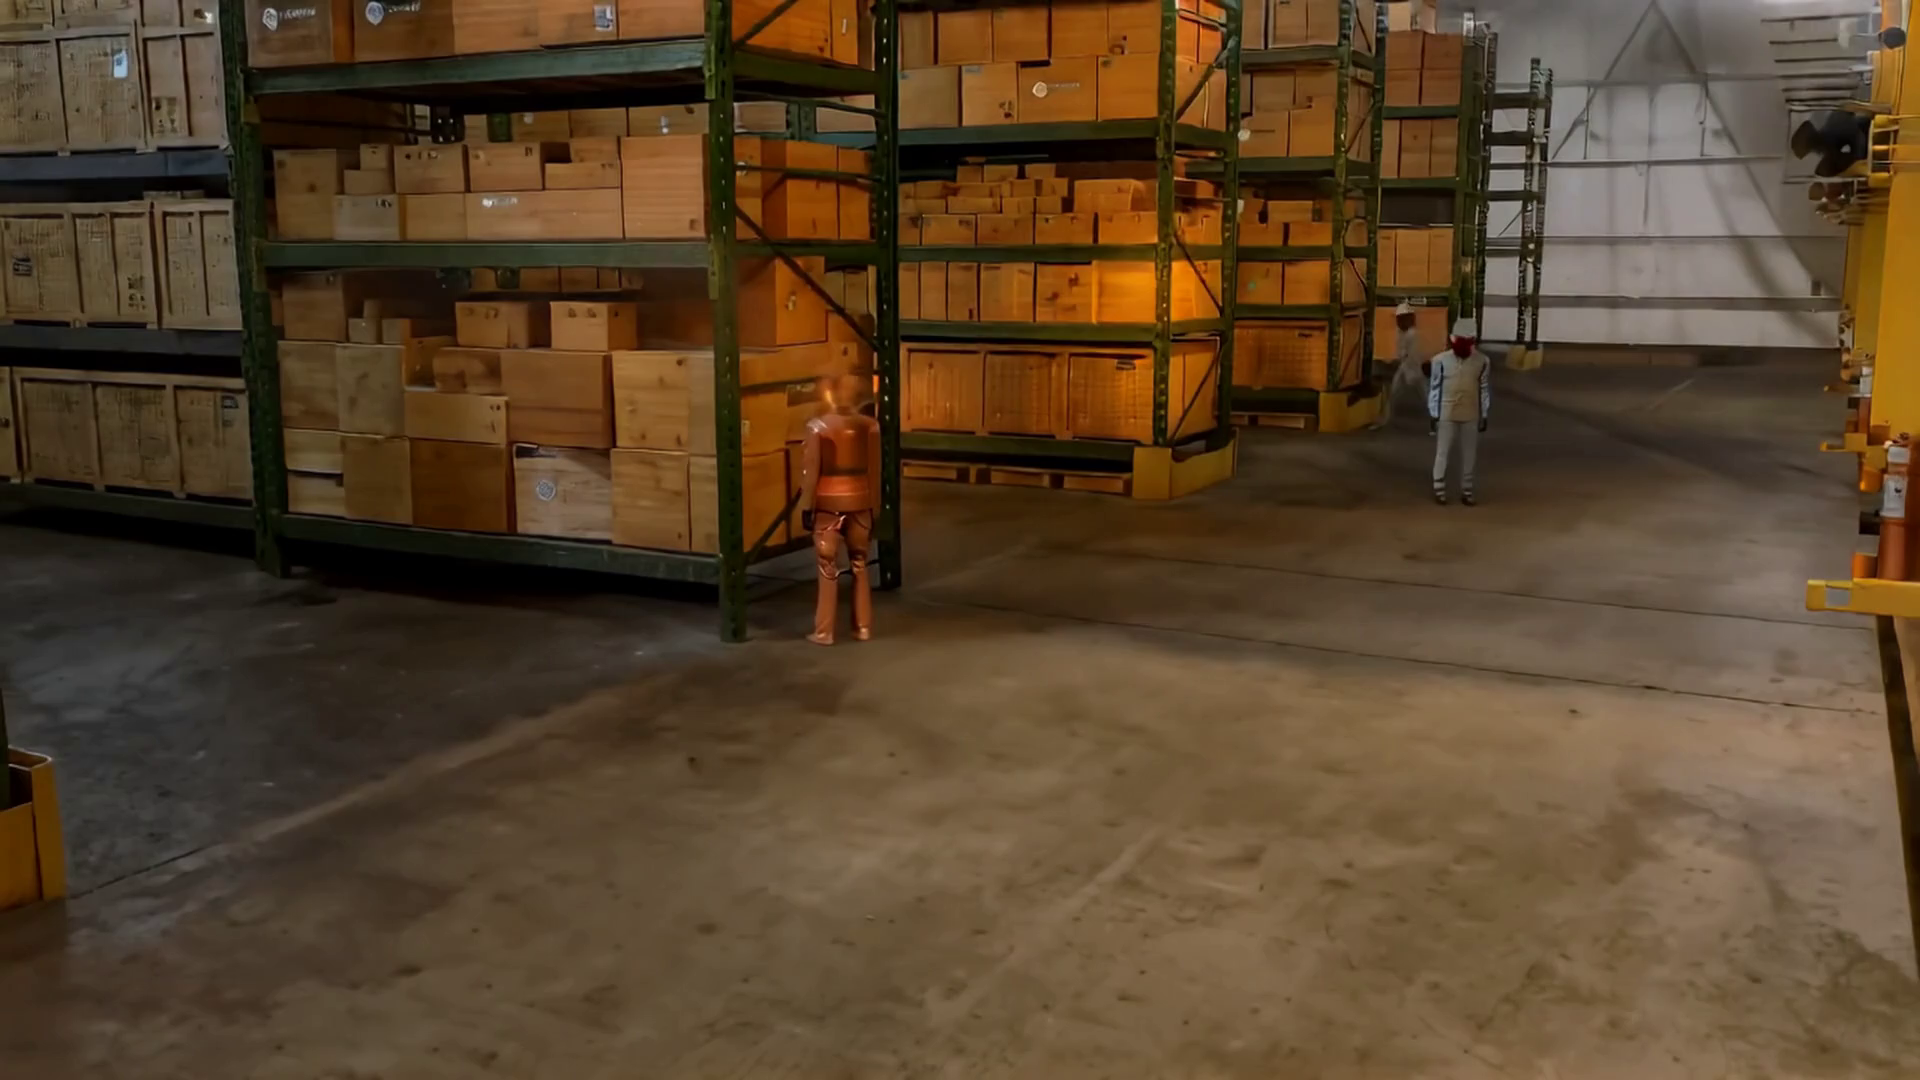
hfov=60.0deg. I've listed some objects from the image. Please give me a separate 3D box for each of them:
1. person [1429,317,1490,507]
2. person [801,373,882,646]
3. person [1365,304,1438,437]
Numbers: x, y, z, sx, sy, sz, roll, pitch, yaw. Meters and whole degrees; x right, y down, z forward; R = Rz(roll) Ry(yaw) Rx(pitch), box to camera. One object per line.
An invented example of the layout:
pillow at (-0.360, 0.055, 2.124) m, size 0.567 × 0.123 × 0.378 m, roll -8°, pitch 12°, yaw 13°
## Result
person at (4.600, -1.171, 15.304) m, size 0.566 × 1.744 × 0.350 m, roll -1°, pitch 10°, yaw -3°
person at (-0.695, -0.180, 9.908) m, size 0.525 × 1.632 × 0.313 m, roll -6°, pitch 11°, yaw -31°
person at (5.705, -2.160, 21.227) m, size 0.934 × 1.675 × 0.547 m, roll -2°, pitch 10°, yaw -9°
